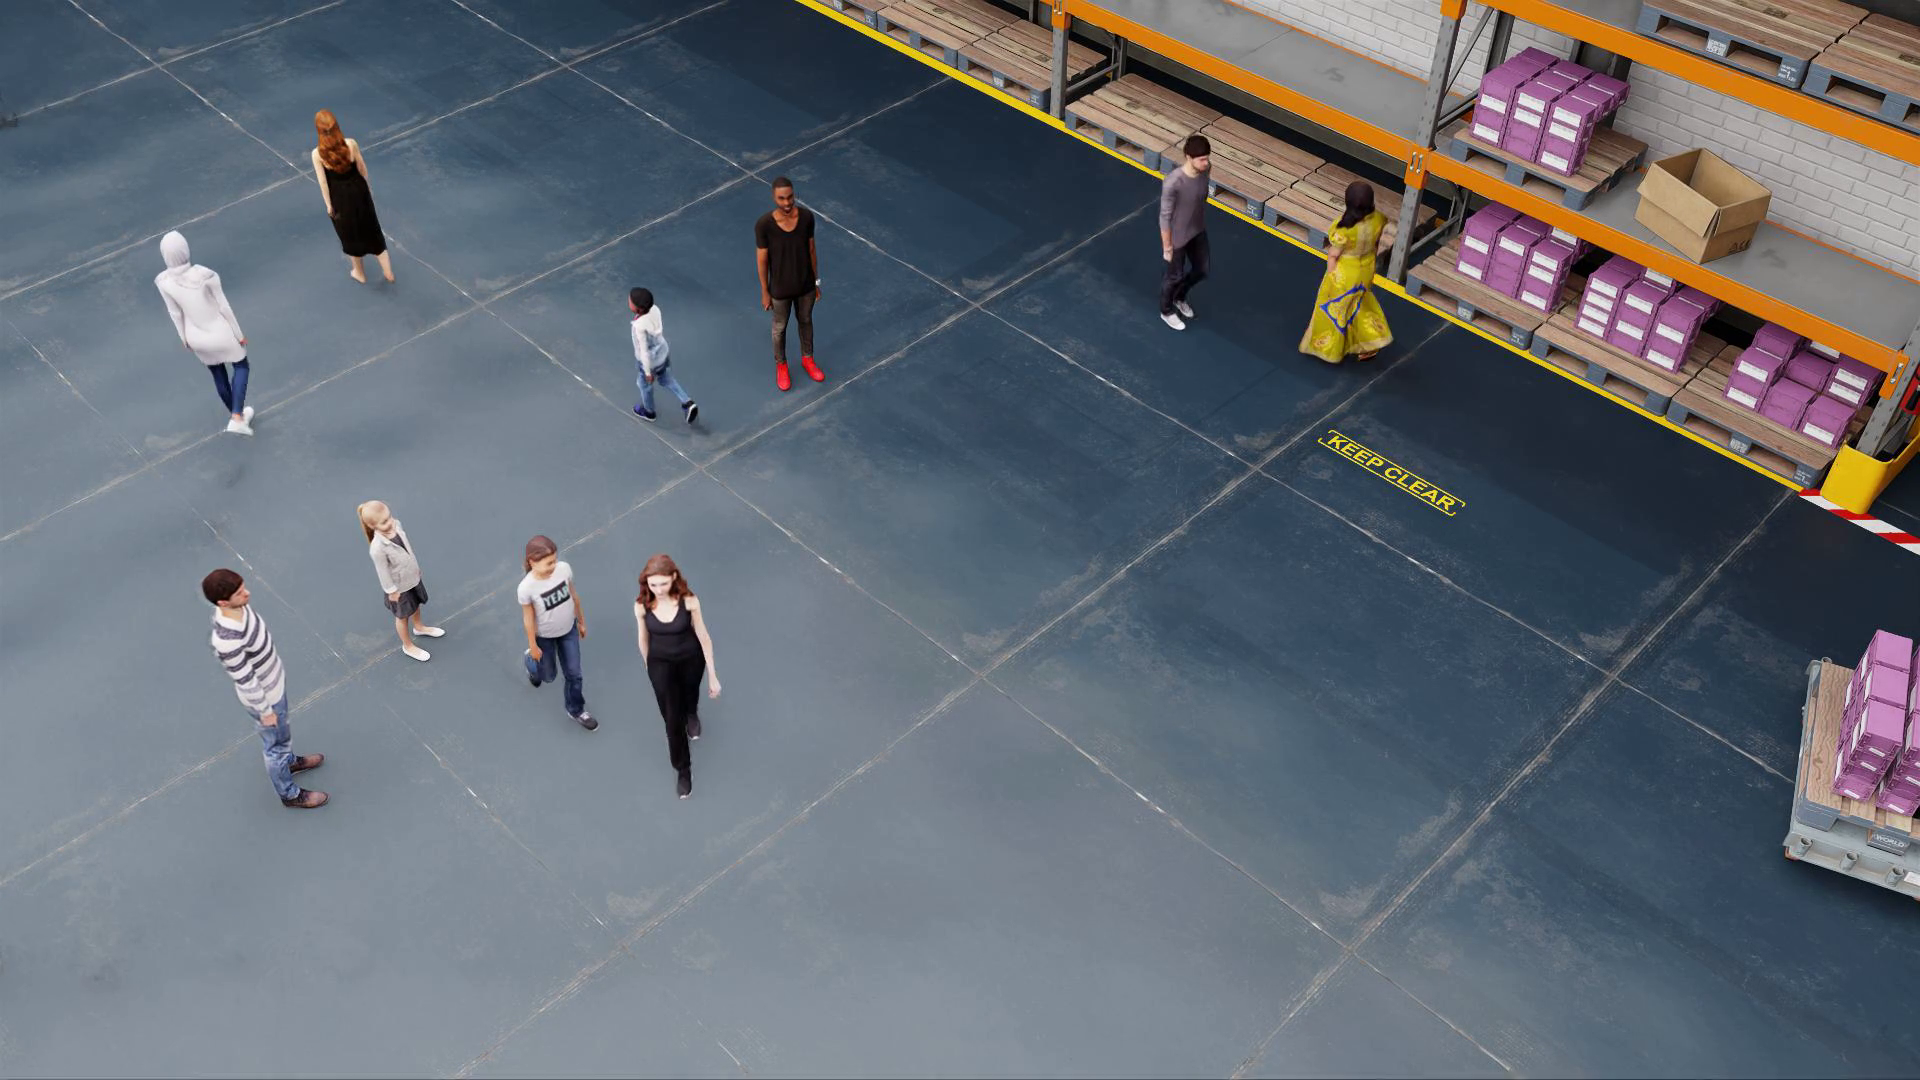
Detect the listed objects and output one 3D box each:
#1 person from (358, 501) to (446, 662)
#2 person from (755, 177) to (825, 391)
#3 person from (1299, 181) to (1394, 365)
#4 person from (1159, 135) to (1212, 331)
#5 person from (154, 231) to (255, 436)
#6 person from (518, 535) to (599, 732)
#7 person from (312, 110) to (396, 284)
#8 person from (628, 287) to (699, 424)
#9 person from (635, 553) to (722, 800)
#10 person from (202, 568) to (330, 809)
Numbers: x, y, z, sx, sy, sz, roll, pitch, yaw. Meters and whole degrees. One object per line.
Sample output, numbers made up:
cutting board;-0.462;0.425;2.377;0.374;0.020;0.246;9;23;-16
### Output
person;-3.692;0.240;10.940;0.643;1.276;0.598;9;44;9
person;-1.320;-2.011;12.919;0.703;1.806;0.659;-17;46;-17
person;3.097;-2.026;13.053;0.876;1.643;1.019;-20;47;-20
person;1.744;-2.531;13.448;0.756;1.829;0.690;-30;51;-27
person;-5.581;-1.461;12.369;0.854;1.768;0.919;-2;44;-2
person;-2.589;0.529;10.444;0.575;1.542;0.896;-31;52;-29
person;-5.102;-2.859;13.933;0.622;1.636;0.672;-26;50;-25
person;-2.297;-1.388;12.671;0.847;1.246;0.628;19;47;19
person;-1.728;0.659;10.187;0.945;1.708;1.112;-9;44;-10
person;-4.157;0.860;9.872;0.783;1.852;0.634;-12;45;-13
